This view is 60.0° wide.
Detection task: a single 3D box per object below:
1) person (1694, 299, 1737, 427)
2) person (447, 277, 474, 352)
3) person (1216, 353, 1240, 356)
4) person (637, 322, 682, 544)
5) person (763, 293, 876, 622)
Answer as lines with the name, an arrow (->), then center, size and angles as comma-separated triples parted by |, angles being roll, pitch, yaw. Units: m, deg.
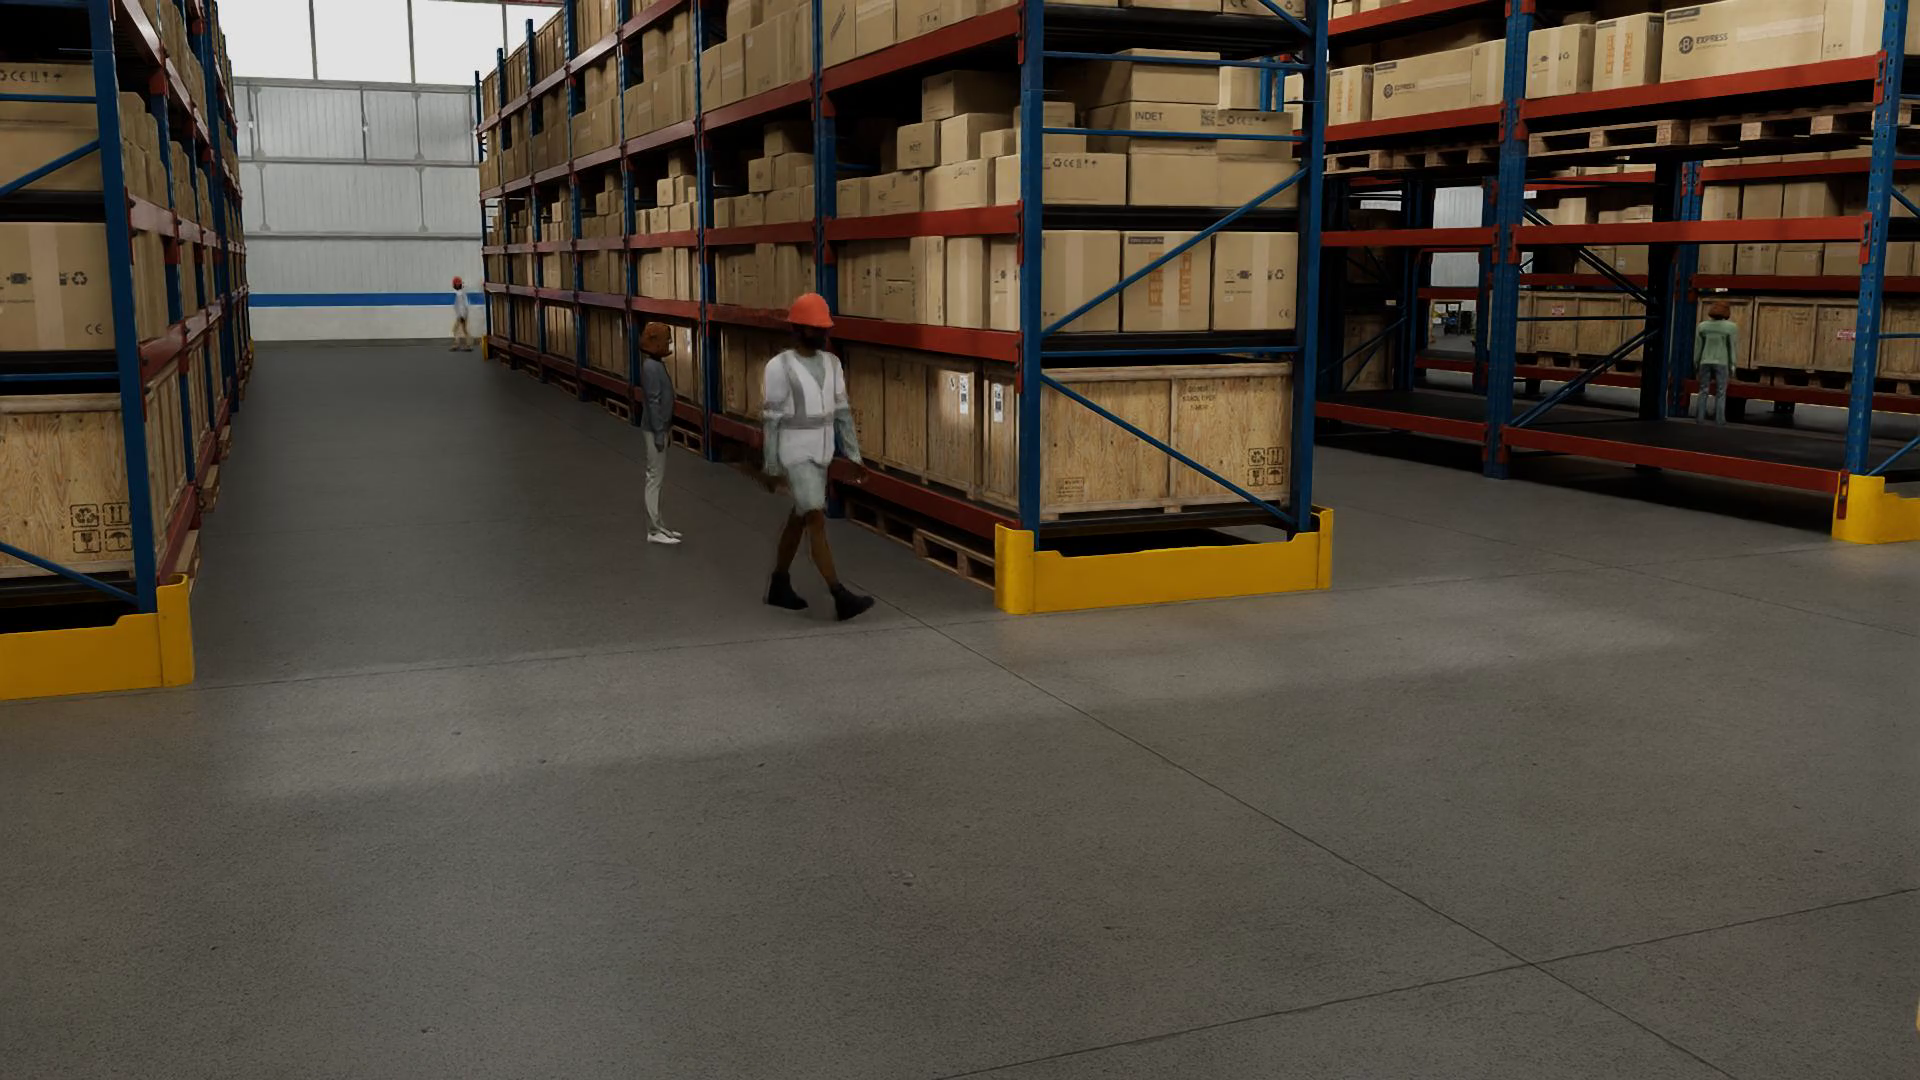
person -> 9.176, -2.108, 20.216 | 0.284, 1.633, 0.501 | -9, 13, -42
person -> -11.643, -5.212, 38.541 | 0.699, 1.726, 0.585 | -1, 10, -4
person -> 2.331, -1.309, 15.548 | 0.539, 1.593, 0.871 | -3, 10, -20
person -> -2.224, -0.788, 12.310 | 0.286, 1.633, 0.499 | -1, 10, -7
person -> -0.824, -0.481, 9.694 | 0.978, 1.882, 0.565 | 8, 12, 38
